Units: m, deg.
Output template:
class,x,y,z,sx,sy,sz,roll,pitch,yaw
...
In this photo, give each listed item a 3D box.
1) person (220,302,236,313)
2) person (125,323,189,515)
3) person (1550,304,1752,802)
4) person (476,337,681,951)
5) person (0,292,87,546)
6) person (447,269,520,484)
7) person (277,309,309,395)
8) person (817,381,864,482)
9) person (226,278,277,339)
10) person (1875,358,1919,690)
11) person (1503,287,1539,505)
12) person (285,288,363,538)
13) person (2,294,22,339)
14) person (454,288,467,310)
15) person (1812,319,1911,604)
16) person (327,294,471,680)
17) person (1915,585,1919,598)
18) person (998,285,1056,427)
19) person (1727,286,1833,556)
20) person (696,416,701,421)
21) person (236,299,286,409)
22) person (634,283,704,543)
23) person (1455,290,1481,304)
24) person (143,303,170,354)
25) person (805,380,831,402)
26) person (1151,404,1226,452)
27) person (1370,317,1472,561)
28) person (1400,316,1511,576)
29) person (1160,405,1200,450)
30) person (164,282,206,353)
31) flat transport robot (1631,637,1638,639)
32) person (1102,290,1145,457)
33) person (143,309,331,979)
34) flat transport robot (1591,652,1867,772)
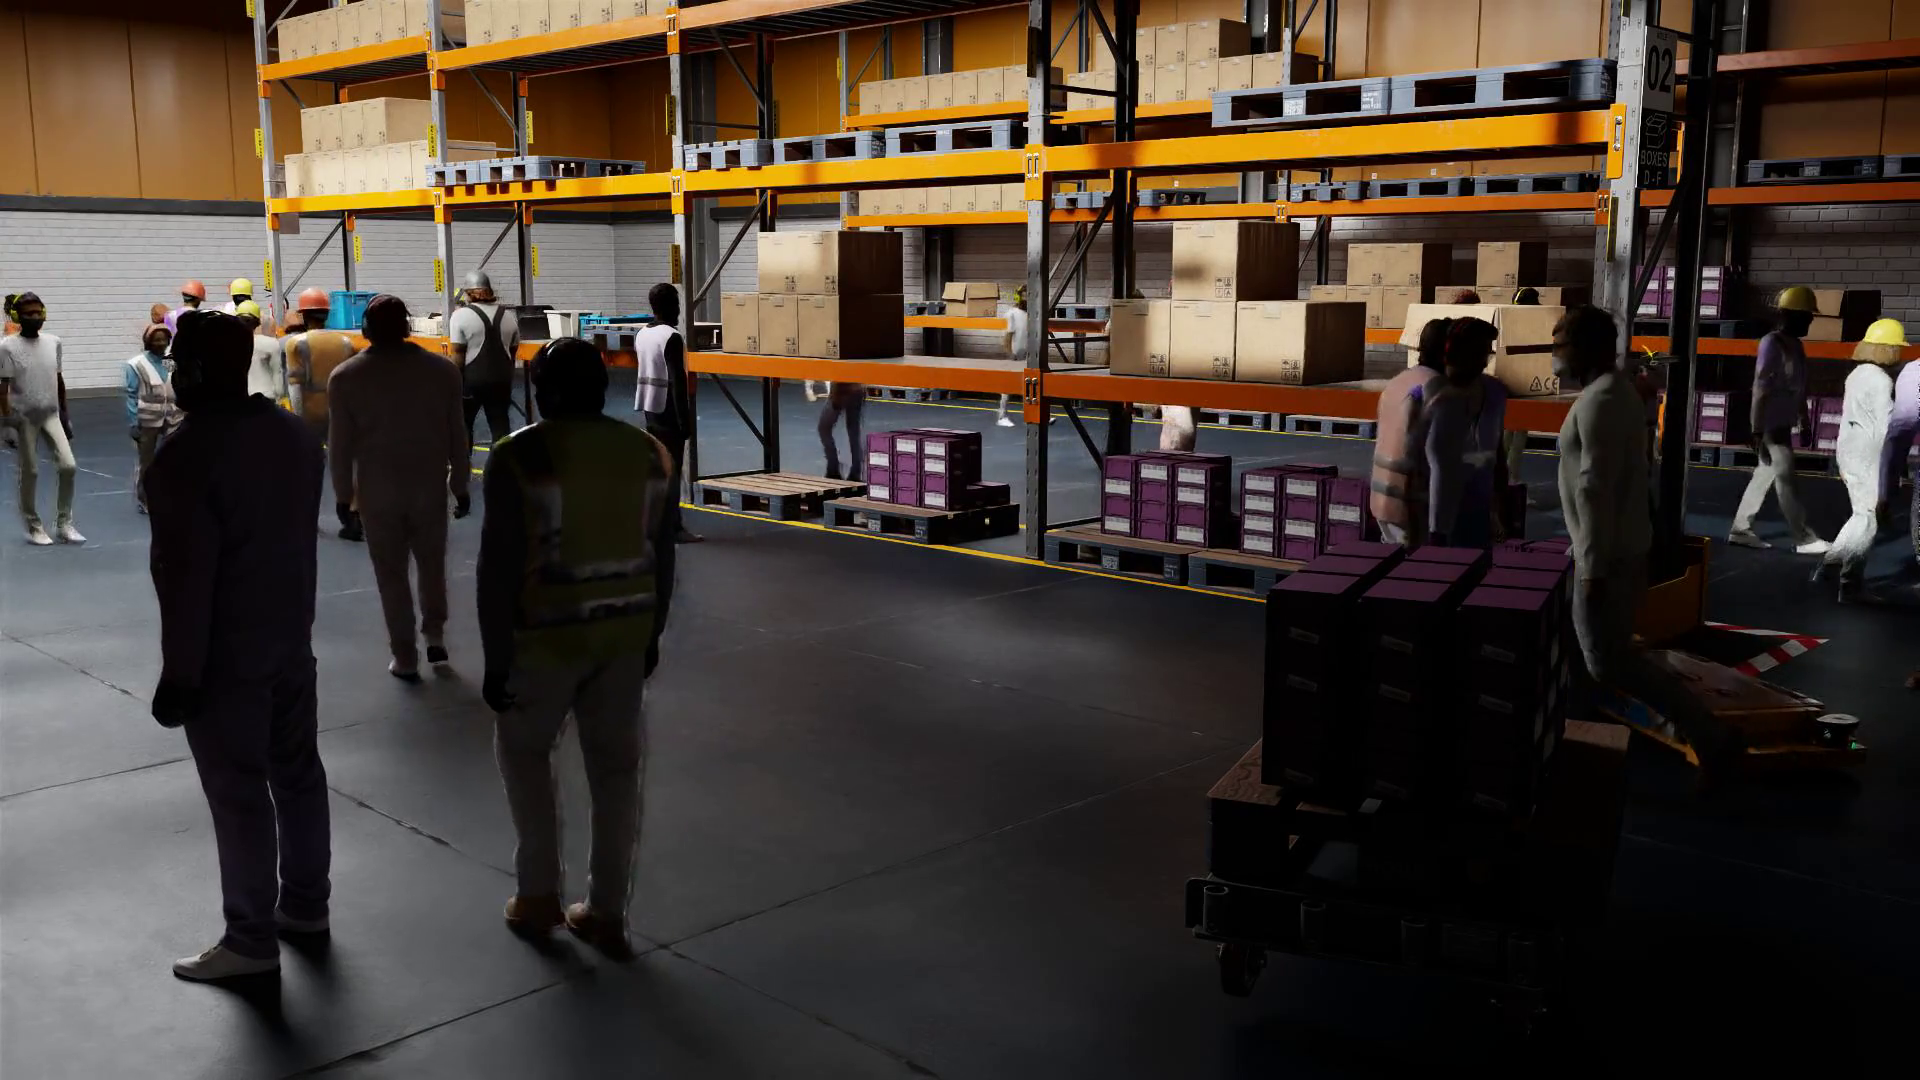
class,x,y,z,sx,sy,sz,roll,pitch,yaw
person,-9.436,-2.491,21.996,0.621,1.872,0.472,4,10,22
person,-6.491,-0.960,13.462,0.846,1.596,0.539,9,13,44
person,2.533,0.064,6.292,0.847,1.903,0.642,4,10,21
person,-1.177,0.304,5.018,0.663,1.820,0.599,-7,12,-38
person,-6.653,-0.862,12.061,0.654,1.847,0.570,6,11,32
person,-4.474,-1.496,15.387,0.838,2.000,0.713,9,13,43
person,-6.905,-1.607,17.414,0.507,1.589,0.823,-7,12,-36
person,-1.118,-1.360,15.426,0.520,1.750,0.538,6,11,33
person,-7.087,-1.631,16.554,0.584,1.928,0.373,-6,11,-34
person,4.678,-0.205,7.823,0.662,1.923,0.515,8,12,41
person,4.757,-1.210,14.160,0.534,1.868,0.309,-7,12,-38
person,-4.793,-0.952,12.558,0.567,1.886,1.005,-9,13,-43
person,-11.980,-2.270,21.172,0.317,1.700,0.539,-2,9,-10
person,-6.995,-2.614,23.122,0.525,1.758,0.480,5,11,29
person,5.464,-0.459,10.013,0.363,1.721,0.515,2,9,10
person,-2.778,-0.261,8.239,0.657,1.892,0.485,-5,11,-29
person,5.568,-0.294,9.284,0.436,1.614,0.537,-3,10,-18
person,0.811,-2.320,21.135,0.562,1.812,0.991,-7,12,-37
person,5.910,-0.840,11.807,0.813,1.888,0.611,8,12,41
person,-3.660,-2.315,21.510,0.727,1.665,0.555,-1,9,-6
person,-6.304,-1.258,14.830,0.530,1.756,0.434,-2,9,-11
person,-2.187,-0.934,12.306,0.392,1.922,0.593,-7,12,-38
person,4.396,-1.243,14.444,0.572,1.824,1.039,-2,10,-13
person,-10.038,-2.195,21.070,0.509,1.601,0.791,-6,11,-31
person,-2.119,-2.957,25.125,0.647,1.791,0.978,-5,10,-27
person,1.961,-1.260,14.145,0.659,1.958,0.698,-7,12,-37
person,2.004,-0.108,7.595,0.685,1.817,0.654,-2,10,-14
person,2.214,-0.120,7.645,0.629,1.815,0.639,-4,10,-26
person,2.043,-1.380,15.083,0.410,1.909,0.642,8,12,40
person,-8.741,-1.994,18.974,0.552,1.865,0.994,-3,10,-18
flat transport robot,2.743,0.552,8.239,1.431,0.197,0.652,-2,9,-10
person,1.681,-1.547,16.390,0.538,1.811,0.769,-9,13,-43
person,-2.091,0.300,4.781,0.403,1.911,0.637,2,10,13
flat transport robot,3.187,0.709,7.278,0.652,0.197,1.431,-2,9,-9
